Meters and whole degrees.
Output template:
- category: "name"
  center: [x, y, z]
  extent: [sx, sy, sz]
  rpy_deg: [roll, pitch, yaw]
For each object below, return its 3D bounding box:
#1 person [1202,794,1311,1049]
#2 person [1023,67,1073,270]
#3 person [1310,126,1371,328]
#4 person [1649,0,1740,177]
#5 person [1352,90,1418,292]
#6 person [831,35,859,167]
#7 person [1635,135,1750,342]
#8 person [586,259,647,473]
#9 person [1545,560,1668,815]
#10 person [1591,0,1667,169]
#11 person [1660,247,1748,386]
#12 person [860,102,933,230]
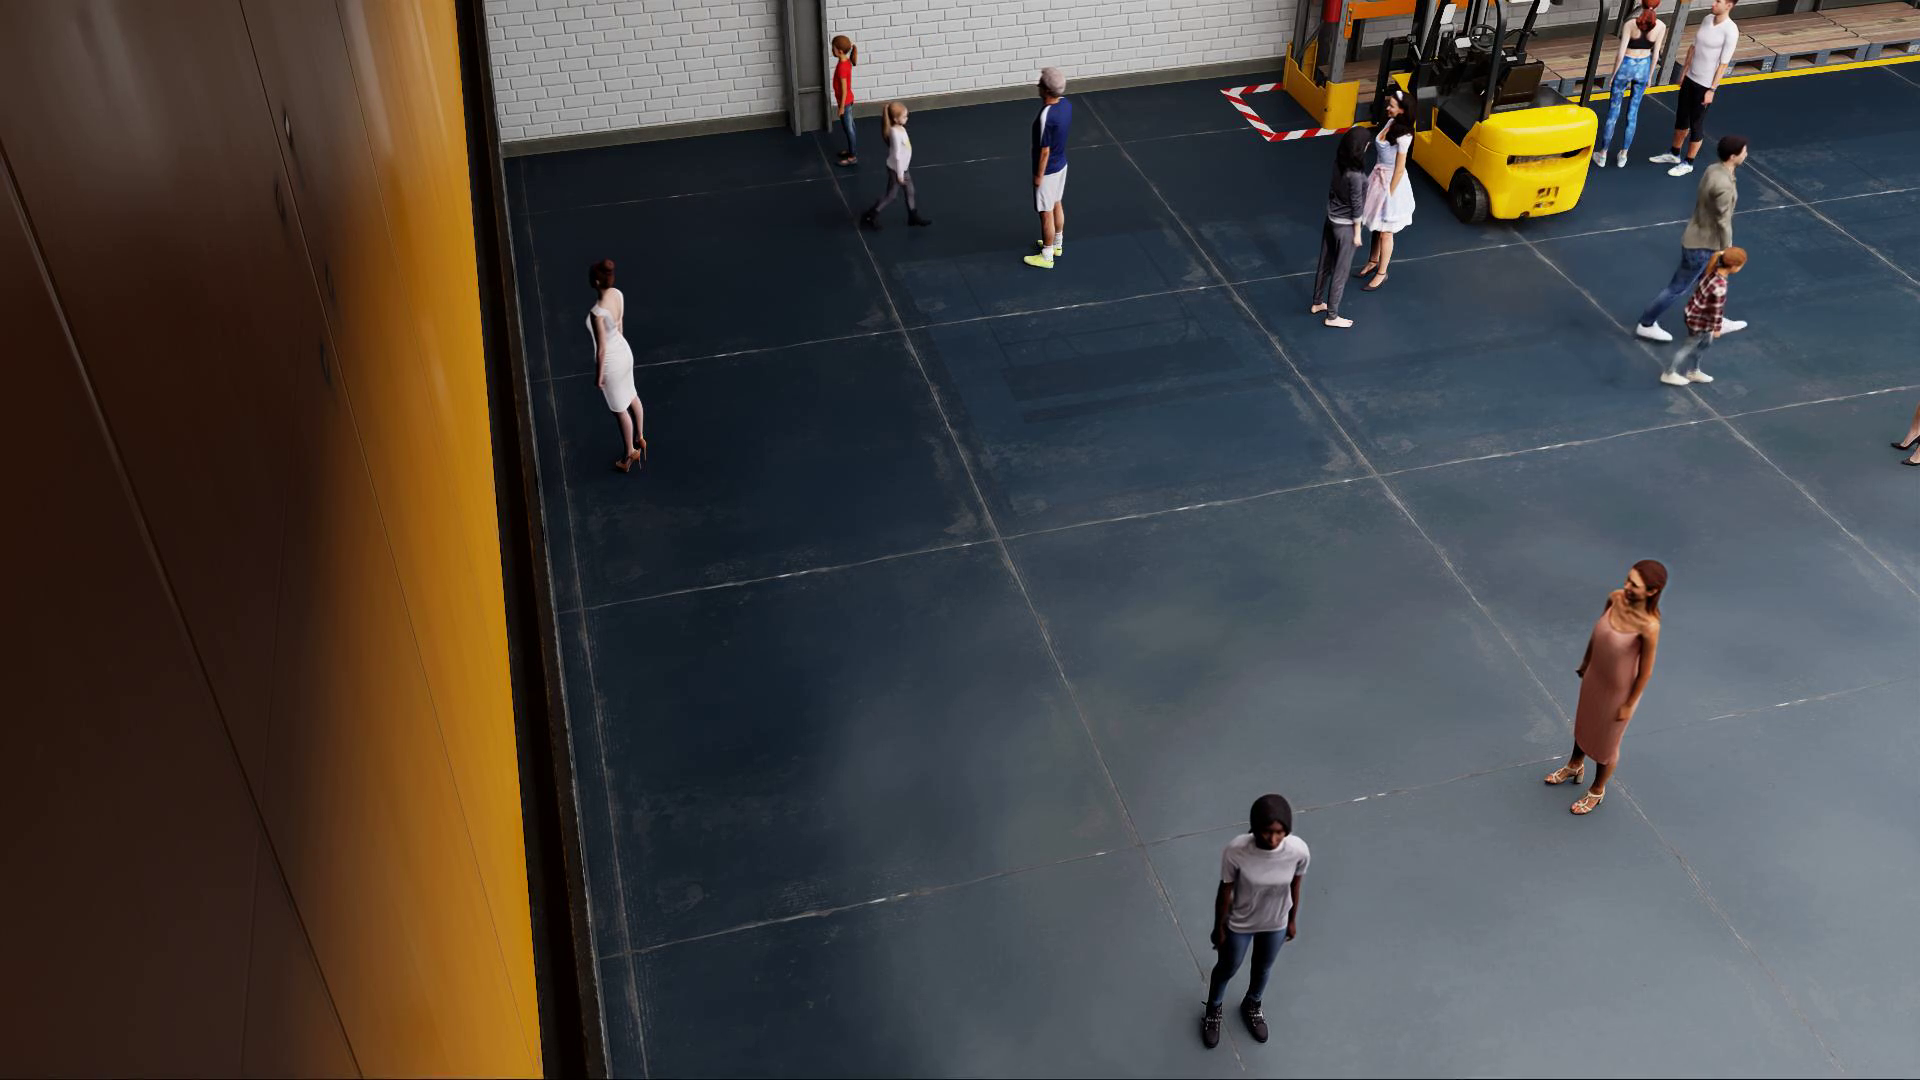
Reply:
- category: "person"
  center: [1.469, 1.902, 8.310]
  extent: [0.508, 1.719, 0.679]
  rpy_deg: [-4, 39, -5]
- category: "person"
  center: [0.795, -3.307, 14.737]
  extent: [0.764, 1.839, 0.724]
  rpy_deg: [16, 41, 19]
- category: "person"
  center: [3.202, -2.636, 13.956]
  extent: [0.521, 1.765, 0.599]
  rpy_deg: [-12, 40, -15]
- category: "person"
  center: [7.231, -4.486, 16.202]
  extent: [0.550, 1.852, 0.656]
  rpy_deg: [-10, 40, -13]
- category: "person"
  center: [3.696, -3.023, 14.398]
  extent: [0.752, 1.818, 0.727]
  rpy_deg: [-5, 39, -6]
- category: "person"
  center: [-1.132, -4.359, 16.479]
  extent: [0.542, 1.309, 0.538]
  rpy_deg: [0, 39, 0]
- category: "person"
  center: [5.999, -2.423, 13.644]
  extent: [1.230, 1.821, 1.069]
  rpy_deg: [10, 40, 13]
- category: "person"
  center: [-2.529, -1.284, 12.242]
  extent: [0.637, 1.792, 0.632]
  rpy_deg: [10, 40, 13]
- category: "person"
  center: [3.749, 0.841, 9.549]
  extent: [0.522, 1.831, 0.600]
  rpy_deg: [-12, 40, -14]
- category: "person"
  center: [6.575, -4.521, 16.299]
  extent: [0.625, 1.785, 0.709]
  rpy_deg: [4, 39, 4]
- category: "person"
  center: [5.850, -1.778, 13.269]
  extent: [0.755, 1.281, 0.683]
  rpy_deg: [7, 39, 8]
- category: "person"
  center: [-0.647, -3.440, 15.360]
  extent: [0.947, 1.269, 0.679]
  rpy_deg: [2, 39, 2]
